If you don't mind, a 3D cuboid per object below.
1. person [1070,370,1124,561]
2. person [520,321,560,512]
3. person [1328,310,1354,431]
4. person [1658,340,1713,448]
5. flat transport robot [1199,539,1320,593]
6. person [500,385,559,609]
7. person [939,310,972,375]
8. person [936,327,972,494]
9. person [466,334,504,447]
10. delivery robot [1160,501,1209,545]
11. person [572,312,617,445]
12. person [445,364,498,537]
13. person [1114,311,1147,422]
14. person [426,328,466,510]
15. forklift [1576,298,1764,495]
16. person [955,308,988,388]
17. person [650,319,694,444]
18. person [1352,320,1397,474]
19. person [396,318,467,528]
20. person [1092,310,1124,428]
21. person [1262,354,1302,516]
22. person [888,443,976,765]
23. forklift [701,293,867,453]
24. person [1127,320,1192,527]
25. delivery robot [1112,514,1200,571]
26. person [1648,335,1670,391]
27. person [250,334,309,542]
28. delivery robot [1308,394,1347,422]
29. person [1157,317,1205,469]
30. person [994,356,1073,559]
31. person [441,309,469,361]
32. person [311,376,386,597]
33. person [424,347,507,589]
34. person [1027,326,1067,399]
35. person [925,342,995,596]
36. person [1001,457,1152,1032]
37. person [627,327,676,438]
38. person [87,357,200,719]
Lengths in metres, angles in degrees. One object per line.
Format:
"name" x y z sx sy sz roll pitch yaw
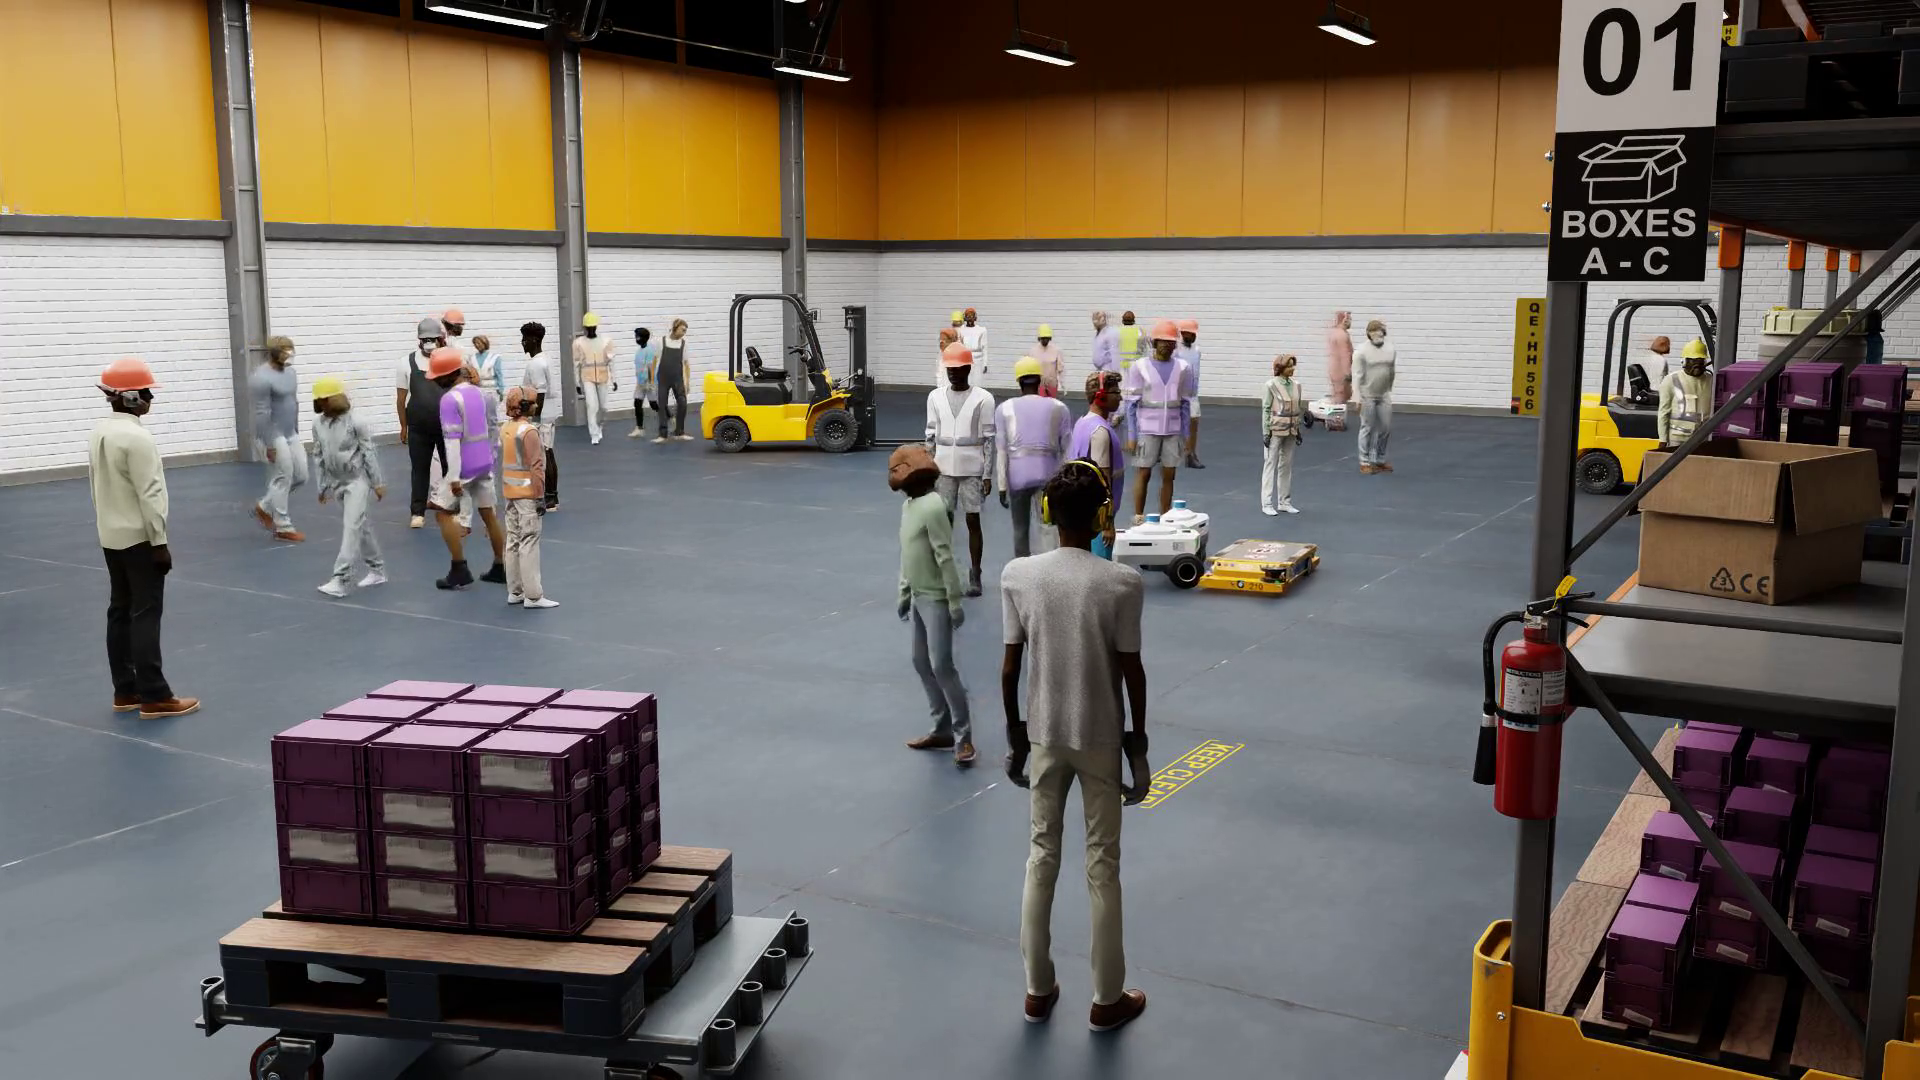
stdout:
"person" 0.865 -0.156 10.603 0.390 1.846 0.565 -1 9 -8
"person" -4.342 -1.270 17.176 0.362 1.963 0.613 -1 9 -3
"person" 5.964 -2.631 25.937 0.432 1.891 0.645 1 9 3
"person" 6.950 -0.992 15.863 0.600 1.829 0.404 -1 9 -9
"flat transport robot" 2.422 0.191 13.332 0.652 0.197 1.431 4 10 23
"person" -3.197 -0.312 12.215 0.308 1.641 0.516 -8 12 -41
"person" -0.057 -3.000 28.393 0.599 1.830 0.404 1 9 5
"person" -0.167 -1.410 18.388 0.890 1.847 0.599 -8 12 -40
"person" -6.569 -2.025 22.943 0.534 1.623 0.370 1 9 7
"delivery robot" 1.831 -0.087 13.892 0.477 0.478 0.707 4 10 25
"person" -5.306 -2.353 24.147 0.609 1.902 0.772 -3 10 -19
"person" -4.542 -0.827 15.484 0.502 1.626 0.282 0 9 0
"person" 2.772 -2.856 27.468 0.636 1.842 0.429 -1 9 -3
"person" -5.431 -1.267 17.341 0.402 1.911 0.638 7 11 37
"forklift" 7.954 -1.589 18.462 2.313 2.155 1.214 5 11 30
"person" 0.181 -3.001 28.288 0.580 1.878 0.347 0 9 -3
"person" -4.195 -2.284 24.043 0.655 1.804 0.345 -3 10 -18
"person" 5.037 -1.736 20.299 0.653 1.896 0.496 -3 10 -21
"person" -5.072 -1.129 16.066 0.687 2.000 0.535 -3 10 -18
"person" 2.284 -2.681 26.276 0.415 1.884 0.650 -2 9 -15
"person" 3.280 -1.071 16.958 0.524 1.637 0.306 -6 11 -33
"person" -0.159 0.320 8.407 0.355 1.597 0.622 -3 10 -20
"forklift" -2.458 -2.344 23.176 2.313 2.155 1.214 0 9 -2
"person" 1.822 -0.999 15.326 0.674 2.034 0.375 -2 9 -14
"delivery robot" 1.524 0.037 13.123 0.707 0.478 0.477 0 9 -1
"person" 9.620 -2.040 23.090 0.695 1.607 0.508 0 9 -1
"person" -6.234 -0.913 15.127 0.540 1.911 0.670 1 9 7
"delivery robot" 5.793 -2.061 26.214 0.477 0.478 0.707 -3 10 -16
"person" 2.784 -1.872 21.115 0.557 1.920 0.803 -6 11 -35
"person" 0.570 -0.459 12.538 0.615 1.848 1.090 0 9 -2
"person" -6.227 -1.856 20.686 0.609 2.022 0.690 6 11 33
"person" -4.728 -0.422 12.776 0.500 1.672 0.865 4 10 22
"person" -3.856 -0.555 12.973 0.471 1.891 0.587 4 10 21
"person" 1.227 -2.191 23.693 0.537 1.714 0.907 -1 9 -7
"person" -0.010 -0.532 12.664 0.548 1.937 0.358 2 9 15
"person" 0.383 0.666 5.414 0.507 1.867 0.329 4 10 21
"person" -4.632 -2.371 24.978 0.723 1.667 0.533 -8 12 -39
"person" -4.561 -0.010 9.221 0.609 1.996 0.379 7 11 37
